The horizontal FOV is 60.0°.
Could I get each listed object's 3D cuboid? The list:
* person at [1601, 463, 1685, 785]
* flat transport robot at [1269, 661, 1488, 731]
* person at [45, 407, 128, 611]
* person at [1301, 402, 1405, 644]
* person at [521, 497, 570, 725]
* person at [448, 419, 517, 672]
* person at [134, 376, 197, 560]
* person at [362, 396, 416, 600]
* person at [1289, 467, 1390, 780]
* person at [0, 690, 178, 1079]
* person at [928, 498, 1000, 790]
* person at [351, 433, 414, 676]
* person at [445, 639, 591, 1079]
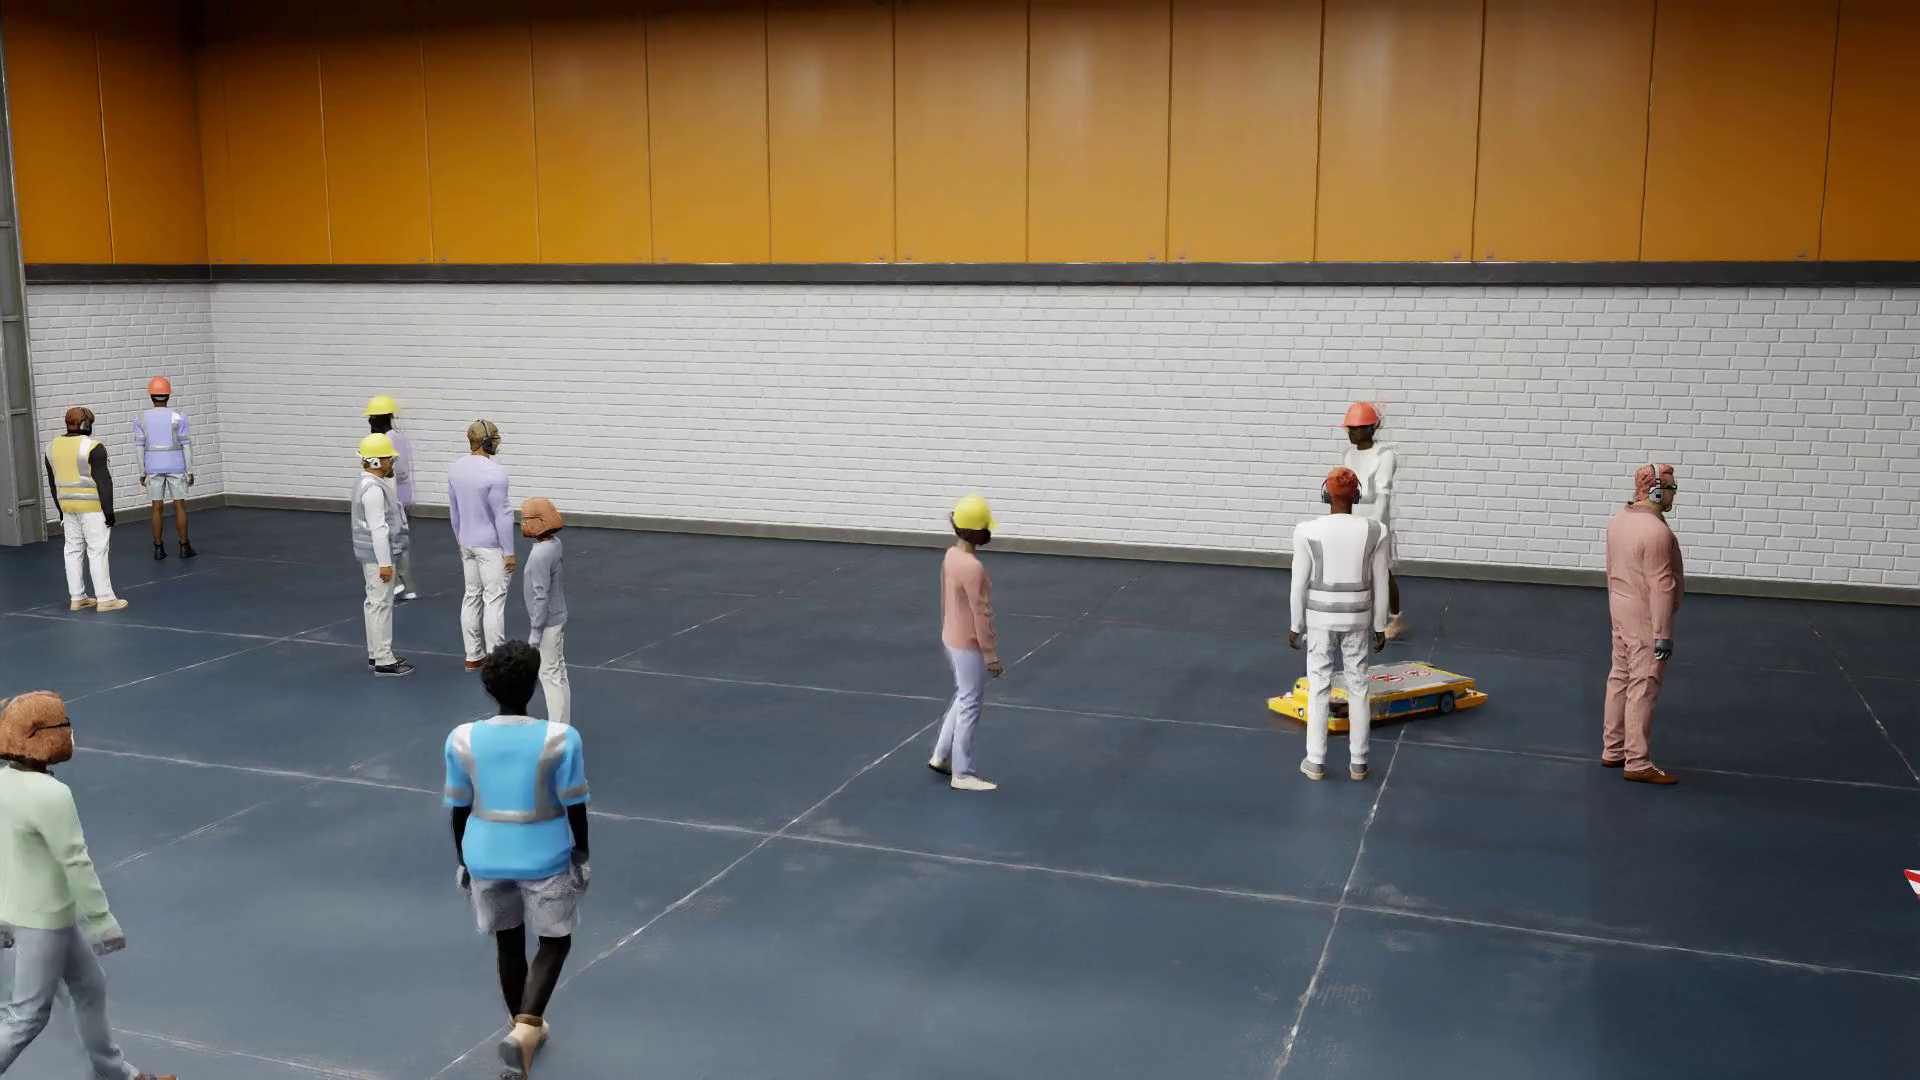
[{"bbox_3d":[4.103,0.490,9.945,0.409,1.907,0.651,0,9,-2],"label":"person"},{"bbox_3d":[2.896,1.057,11.483,1.431,0.197,0.652,-5,11,-30],"label":"flat transport robot"},{"bbox_3d":[-7.826,-0.273,14.902,0.622,1.839,0.429,3,10,16],"label":"person"},{"bbox_3d":[3.273,-0.105,13.519,1.034,1.955,0.612,-6,11,-34],"label":"person"},{"bbox_3d":[-2.619,0.537,10.491,0.286,1.635,0.497,0,9,-3],"label":"person"},{"bbox_3d":[-3.565,0.059,12.517,0.636,1.939,0.364,7,11,36],"label":"person"},{"bbox_3d":[-8.393,-0.759,17.580,0.552,1.942,0.342,-2,9,-15],"label":"person"},{"bbox_3d":[-5.269,-0.364,15.232,0.514,1.905,0.607,-2,9,-10],"label":"person"},{"bbox_3d":[2.262,0.501,9.943,0.585,1.882,0.337,1,9,4],"label":"person"},{"bbox_3d":[-3.230,1.317,5.771,0.832,1.598,0.511,-9,13,-43],"label":"person"},{"bbox_3d":[0.009,0.616,9.732,0.383,1.739,0.624,-3,9,-15],"label":"person"},{"bbox_3d":[-4.361,0.108,12.545,0.404,1.833,0.592,-5,10,-26],"label":"person"},{"bbox_3d":[-1.651,1.205,6.189,0.543,1.677,0.640,0,9,2],"label":"person"}]
